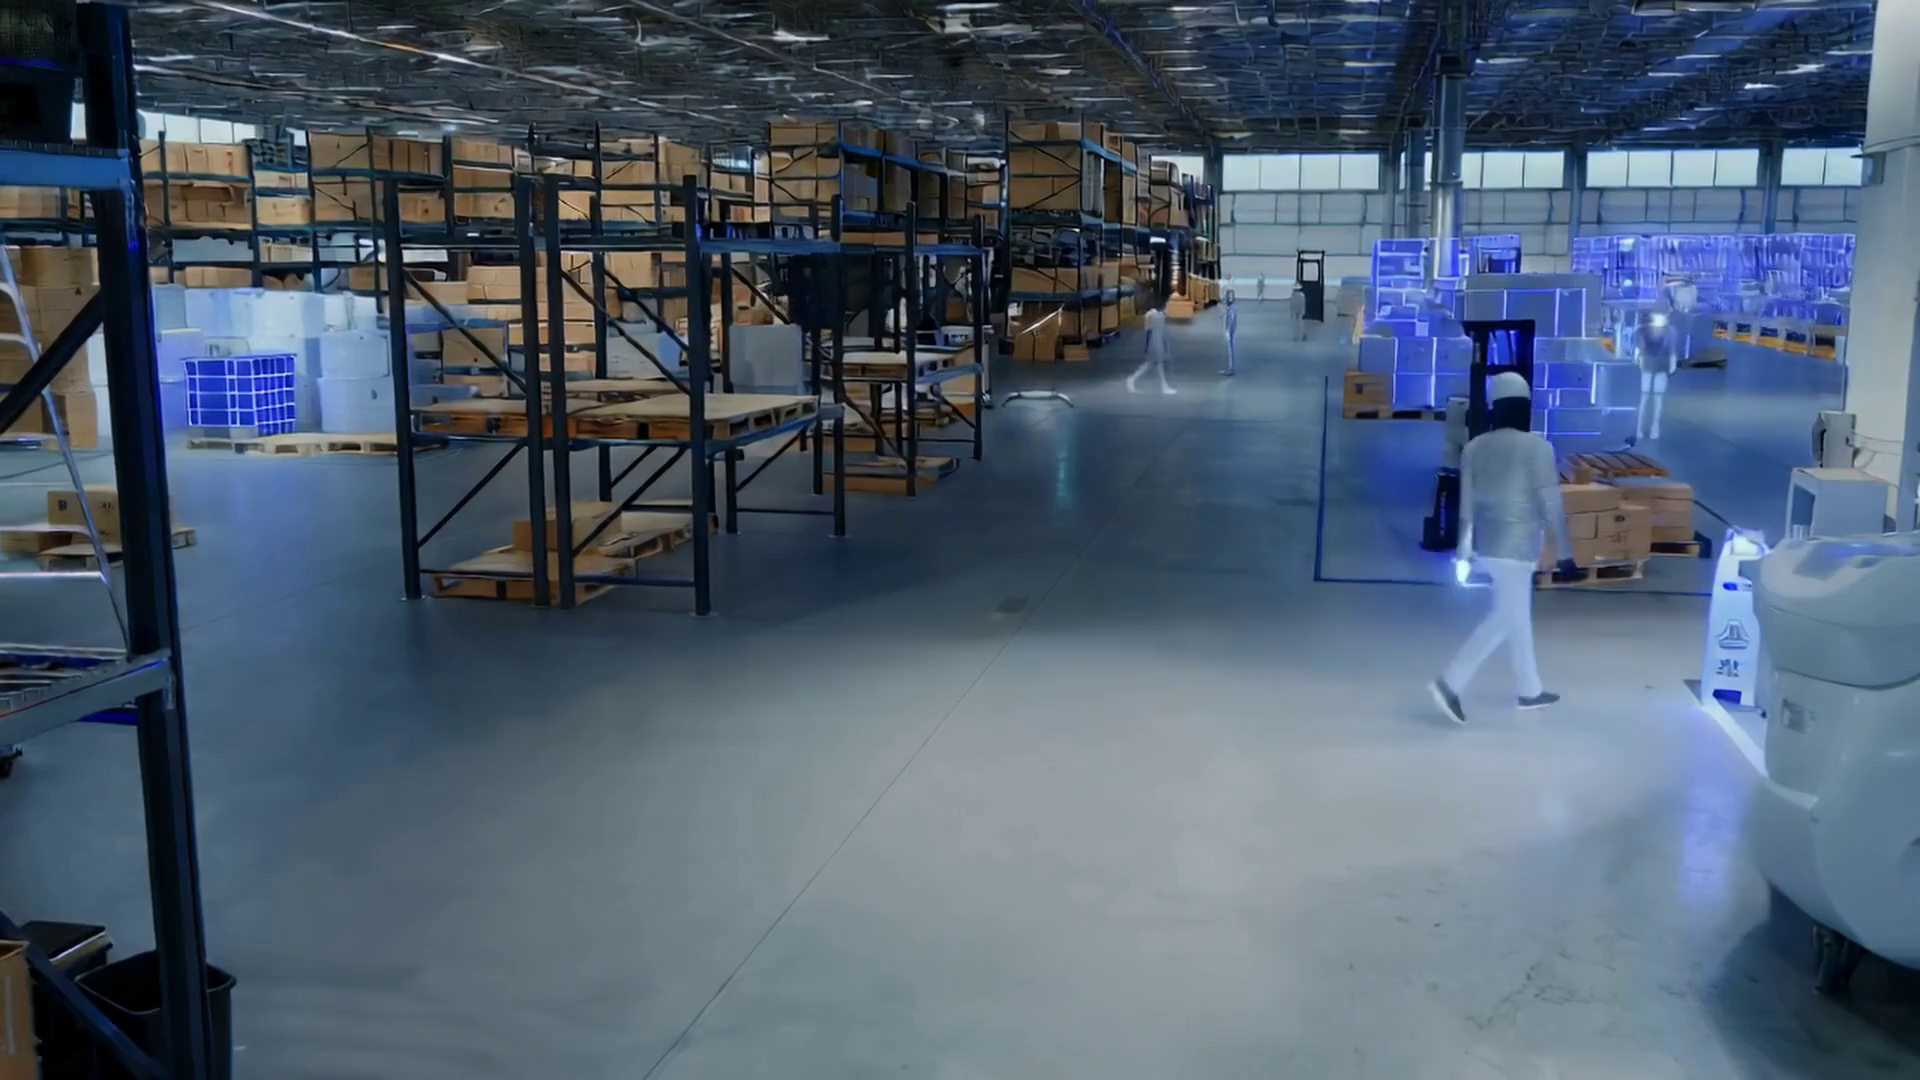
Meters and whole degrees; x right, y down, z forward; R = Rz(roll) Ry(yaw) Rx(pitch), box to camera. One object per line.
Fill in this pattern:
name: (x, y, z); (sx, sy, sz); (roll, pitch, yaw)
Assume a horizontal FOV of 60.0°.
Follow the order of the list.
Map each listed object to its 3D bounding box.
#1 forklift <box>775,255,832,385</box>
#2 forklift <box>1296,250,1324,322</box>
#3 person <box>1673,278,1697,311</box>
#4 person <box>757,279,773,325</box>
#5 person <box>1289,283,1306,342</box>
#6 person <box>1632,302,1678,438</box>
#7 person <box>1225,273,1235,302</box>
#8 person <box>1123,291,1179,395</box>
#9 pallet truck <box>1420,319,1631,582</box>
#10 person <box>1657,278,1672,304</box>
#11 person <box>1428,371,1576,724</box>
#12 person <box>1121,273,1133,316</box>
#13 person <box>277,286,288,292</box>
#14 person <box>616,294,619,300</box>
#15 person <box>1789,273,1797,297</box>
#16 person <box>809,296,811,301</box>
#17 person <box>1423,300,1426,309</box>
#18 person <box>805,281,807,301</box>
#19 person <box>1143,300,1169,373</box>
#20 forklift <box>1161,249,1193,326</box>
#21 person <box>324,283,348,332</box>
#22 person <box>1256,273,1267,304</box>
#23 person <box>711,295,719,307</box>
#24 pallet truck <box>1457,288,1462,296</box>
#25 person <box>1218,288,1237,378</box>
forklift: (-2.945, -4.503, 32.872); (1.129, 2.768, 1.873); (2, 10, 12)
forklift: (13.778, -10.002, 65.433); (1.129, 2.768, 1.873); (2, 10, 12)
person: (24.092, -7.790, 55.395); (0.723, 1.847, 0.920); (7, 12, 37)
person: (-5.507, -6.440, 47.256); (0.567, 1.894, 0.958); (2, 10, 14)
person: (10.160, -6.818, 49.936); (0.528, 1.754, 0.505); (-3, 10, -20)
person: (9.531, -2.320, 22.858); (0.565, 1.885, 0.850); (4, 11, 24)
person: (14.131, -13.088, 87.046); (0.530, 1.754, 0.457); (2, 10, 9)
person: (3.486, -3.601, 30.415); (0.993, 1.920, 0.604); (2, 10, 14)
pallet truck: (4.543, -0.757, 13.299); (0.823, 1.965, 1.885); (-4, 10, -22)
person: (24.531, -8.243, 58.172); (0.559, 1.823, 0.773); (-2, 10, -13)
person: (2.902, 0.033, 8.971); (0.920, 1.881, 0.613); (-4, 11, -25)
person: (5.932, -8.432, 58.816); (1.081, 1.988, 0.618); (3, 10, 15)
person: (-16.314, -5.234, 40.321); (0.632, 1.830, 0.608); (2, 10, 14)
person: (-8.465, -5.245, 40.963); (0.523, 1.631, 0.315); (0, 10, 3)
person: (39.862, -11.875, 79.627); (0.600, 1.829, 0.404); (-4, 10, -21)
person: (-5.588, -9.148, 64.095); (0.494, 1.624, 0.280); (-1, 10, -5)
person: (15.809, -7.803, 56.132); (0.287, 1.627, 0.497); (-6, 11, -33)
person: (-5.859, -8.708, 61.282); (0.480, 1.683, 0.548); (4, 10, 23)
person: (4.319, -4.445, 36.319); (0.594, 1.601, 0.531); (-5, 11, -29)
forklift: (7.646, -9.320, 61.395); (1.873, 2.768, 1.129); (2, 10, 11)
person: (-14.452, -4.970, 38.425); (0.633, 1.936, 0.355); (-1, 10, -8)
person: (16.875, -14.028, 92.709); (0.828, 1.716, 0.570); (7, 12, 35)
person: (-6.122, -5.268, 40.254); (0.596, 1.915, 0.371); (-1, 10, -5)
pallet truck: (20.506, -9.785, 68.819); (0.653, 1.274, 1.630); (2, 10, 12)
person: (5.629, -4.341, 34.901); (0.328, 1.872, 0.512); (0, 10, -3)
